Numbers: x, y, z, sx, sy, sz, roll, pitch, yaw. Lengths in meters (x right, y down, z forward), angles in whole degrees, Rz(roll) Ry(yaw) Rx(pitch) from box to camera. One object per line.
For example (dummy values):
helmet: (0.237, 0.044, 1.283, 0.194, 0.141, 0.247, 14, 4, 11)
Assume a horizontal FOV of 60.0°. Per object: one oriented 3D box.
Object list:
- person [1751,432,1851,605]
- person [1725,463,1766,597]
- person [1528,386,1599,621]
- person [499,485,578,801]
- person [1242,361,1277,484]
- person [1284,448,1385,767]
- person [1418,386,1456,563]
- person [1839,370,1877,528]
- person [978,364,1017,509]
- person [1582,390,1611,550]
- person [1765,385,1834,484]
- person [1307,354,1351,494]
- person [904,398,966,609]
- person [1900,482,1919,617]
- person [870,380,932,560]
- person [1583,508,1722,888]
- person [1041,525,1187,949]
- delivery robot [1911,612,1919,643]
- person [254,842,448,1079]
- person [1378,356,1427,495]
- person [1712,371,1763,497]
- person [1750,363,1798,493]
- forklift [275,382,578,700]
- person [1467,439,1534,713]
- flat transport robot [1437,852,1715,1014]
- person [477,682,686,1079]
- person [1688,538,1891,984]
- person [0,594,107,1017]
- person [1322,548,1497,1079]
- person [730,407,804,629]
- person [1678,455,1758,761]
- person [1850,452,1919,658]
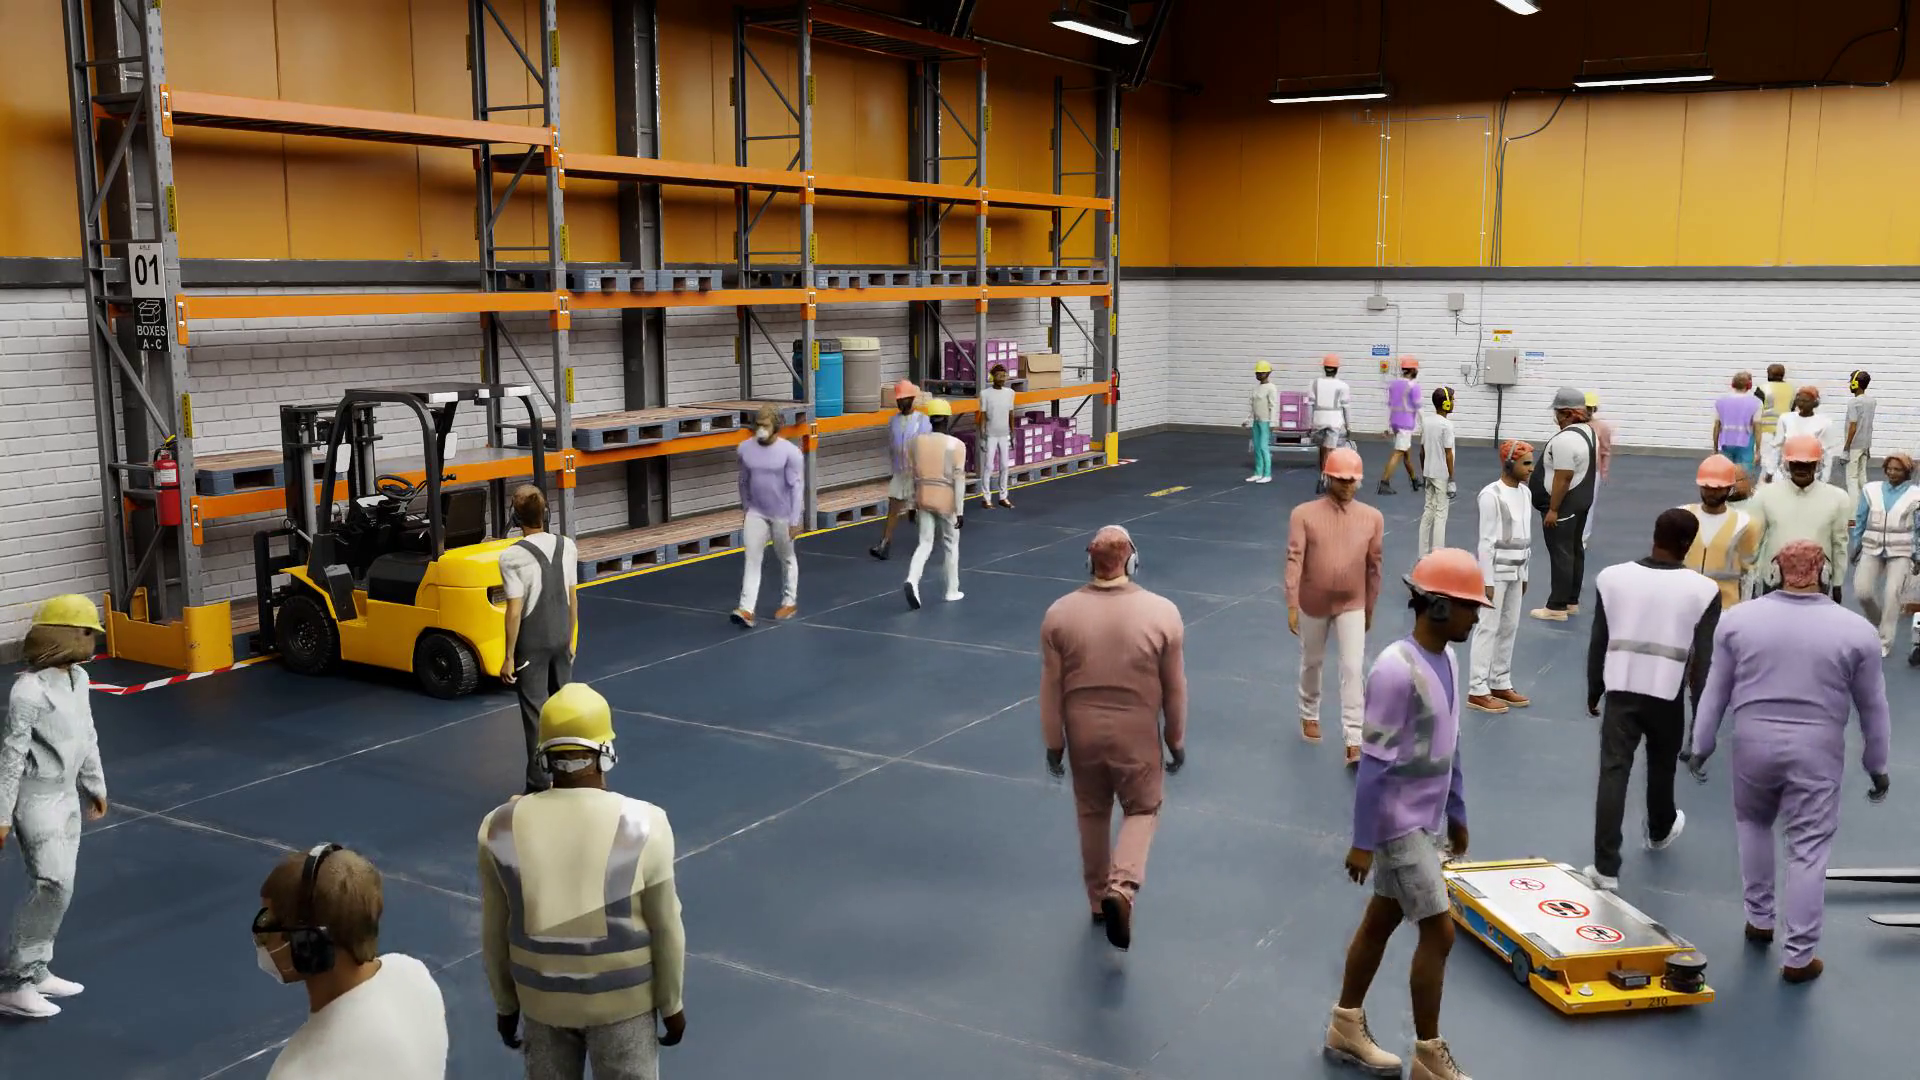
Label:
person: (5.663, 0.233, 11.285, 0.631, 1.968, 0.857, 5, 10, 29)
person: (5.844, 0.208, 12.560, 0.819, 1.598, 0.509, -9, 12, -43)
person: (5.238, -0.327, 14.519, 0.538, 2.000, 0.684, 7, 12, 38)
person: (-2.351, 0.609, 9.296, 0.349, 1.842, 0.505, 7, 11, 37)
person: (4.337, -1.701, 23.965, 0.334, 1.766, 0.540, -4, 10, -23)
person: (2.324, 0.393, 10.362, 0.615, 1.942, 1.044, 1, 9, 5)
person: (4.863, -0.620, 16.872, 0.328, 1.873, 0.520, -3, 10, -19)
person: (10.635, -1.078, 19.742, 0.528, 1.869, 0.313, -6, 11, -32)
person: (0.483, -1.322, 21.314, 0.541, 1.861, 0.328, -4, 10, -25)
person: (6.826, -0.760, 18.122, 0.528, 1.753, 0.504, 7, 12, 38)
person: (8.943, -0.724, 17.629, 0.944, 1.849, 0.583, -6, 11, -34)
person: (5.123, -1.607, 22.965, 0.564, 1.888, 0.963, 5, 10, 28)
person: (-0.238, -0.333, 15.015, 0.594, 1.896, 0.835, 4, 10, 24)
person: (8.747, -0.254, 14.520, 0.987, 1.891, 0.629, 0, 9, 2)
person: (-0.585, -0.719, 17.433, 0.549, 1.891, 0.962, 5, 10, 28)
person: (3.448, 0.762, 8.319, 0.621, 1.844, 1.049, 5, 10, 29)
person: (0.681, 0.877, 7.473, 0.656, 1.889, 0.713, 3, 10, 17)
delivery robot: (7.630, 0.658, 12.676, 0.707, 0.478, 0.477, -4, 10, -20)
person: (-1.143, 1.526, 3.356, 0.833, 1.916, 0.640, 0, 9, 1)
person: (6.100, -1.560, 22.694, 0.973, 1.890, 0.560, -3, 10, -20)
person: (9.408, -1.124, 20.141, 0.416, 1.858, 0.572, -9, 13, -43)
person: (10.959, -1.474, 22.393, 0.630, 1.821, 0.820, -2, 9, -14)
forklift: (-3.974, -0.067, 12.417, 2.313, 2.155, 1.214, 5, 11, 30)
person: (3.751, 0.243, 11.476, 0.578, 1.879, 0.349, -8, 12, -41)
flat transport robot: (2.625, 1.698, 7.386, 0.652, 0.197, 1.431, -2, 9, -10)
person: (-1.099, 1.324, 4.896, 0.595, 1.825, 0.403, 1, 9, 6)
person: (3.615, 0.925, 7.247, 0.779, 1.860, 0.751, 5, 11, 31)
person: (-3.721, 1.071, 6.821, 0.483, 1.701, 0.504, -1, 9, -5)
person: (1.742, 1.038, 6.099, 0.845, 2.005, 0.642, 6, 11, 33)
person: (-1.645, -0.186, 14.132, 0.644, 1.878, 1.044, 3, 10, 17)
person: (4.730, 0.388, 10.546, 0.544, 1.897, 0.992, 6, 11, 34)
person: (7.275, 0.114, 13.034, 0.545, 1.623, 0.380, 9, 13, 44)
